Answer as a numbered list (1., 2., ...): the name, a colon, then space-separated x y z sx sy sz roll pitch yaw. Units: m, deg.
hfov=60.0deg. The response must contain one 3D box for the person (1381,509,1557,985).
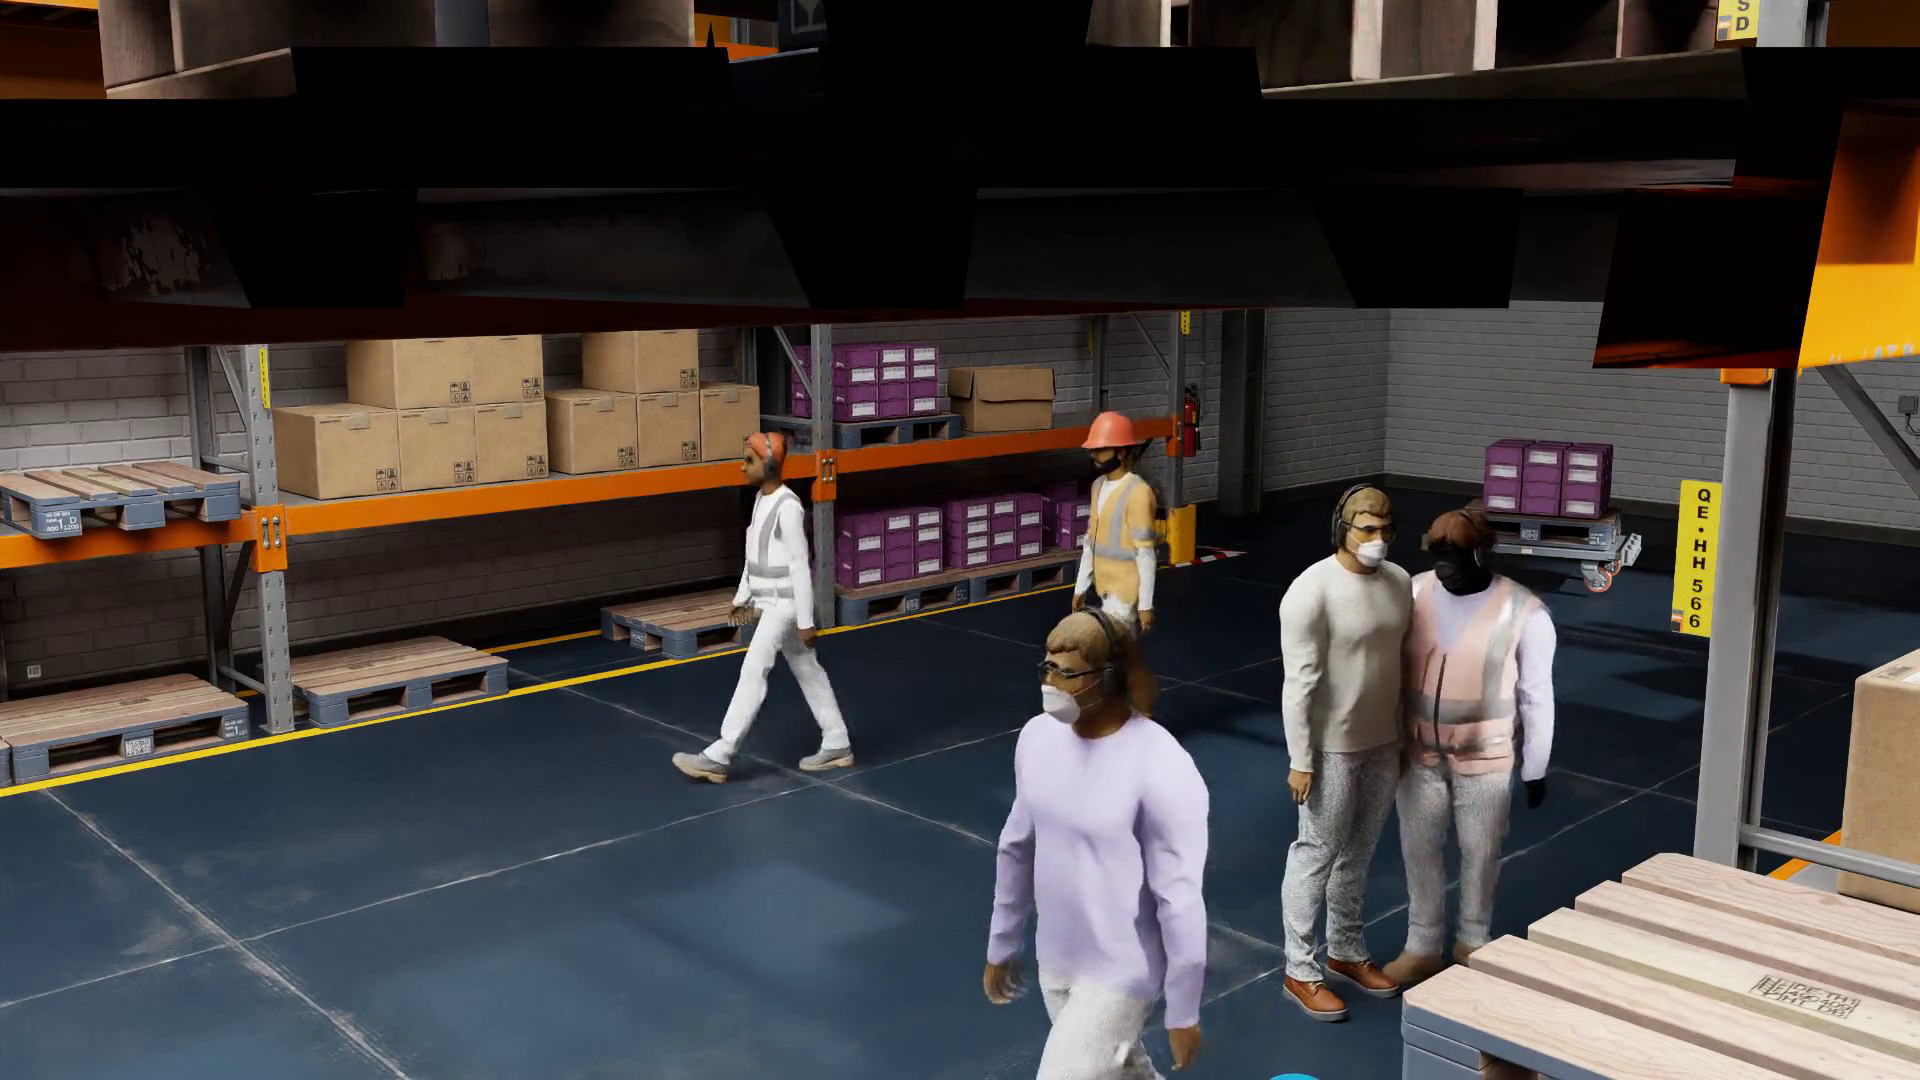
1. person: 1.858 0.788 6.181 0.649 1.825 0.489 8 12 37

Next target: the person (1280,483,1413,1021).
1. person: 1.410 0.751 6.042 0.636 1.936 0.354 -8 12 -37

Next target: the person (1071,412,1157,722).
1. person: 0.719 0.270 8.954 0.909 1.900 0.570 -3 10 -18

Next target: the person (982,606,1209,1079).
1. person: 0.357 1.084 4.258 1.033 1.890 0.651 -6 11 -32

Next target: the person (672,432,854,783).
1. person: -1.007 0.351 8.694 0.998 1.830 0.577 -3 10 -14
